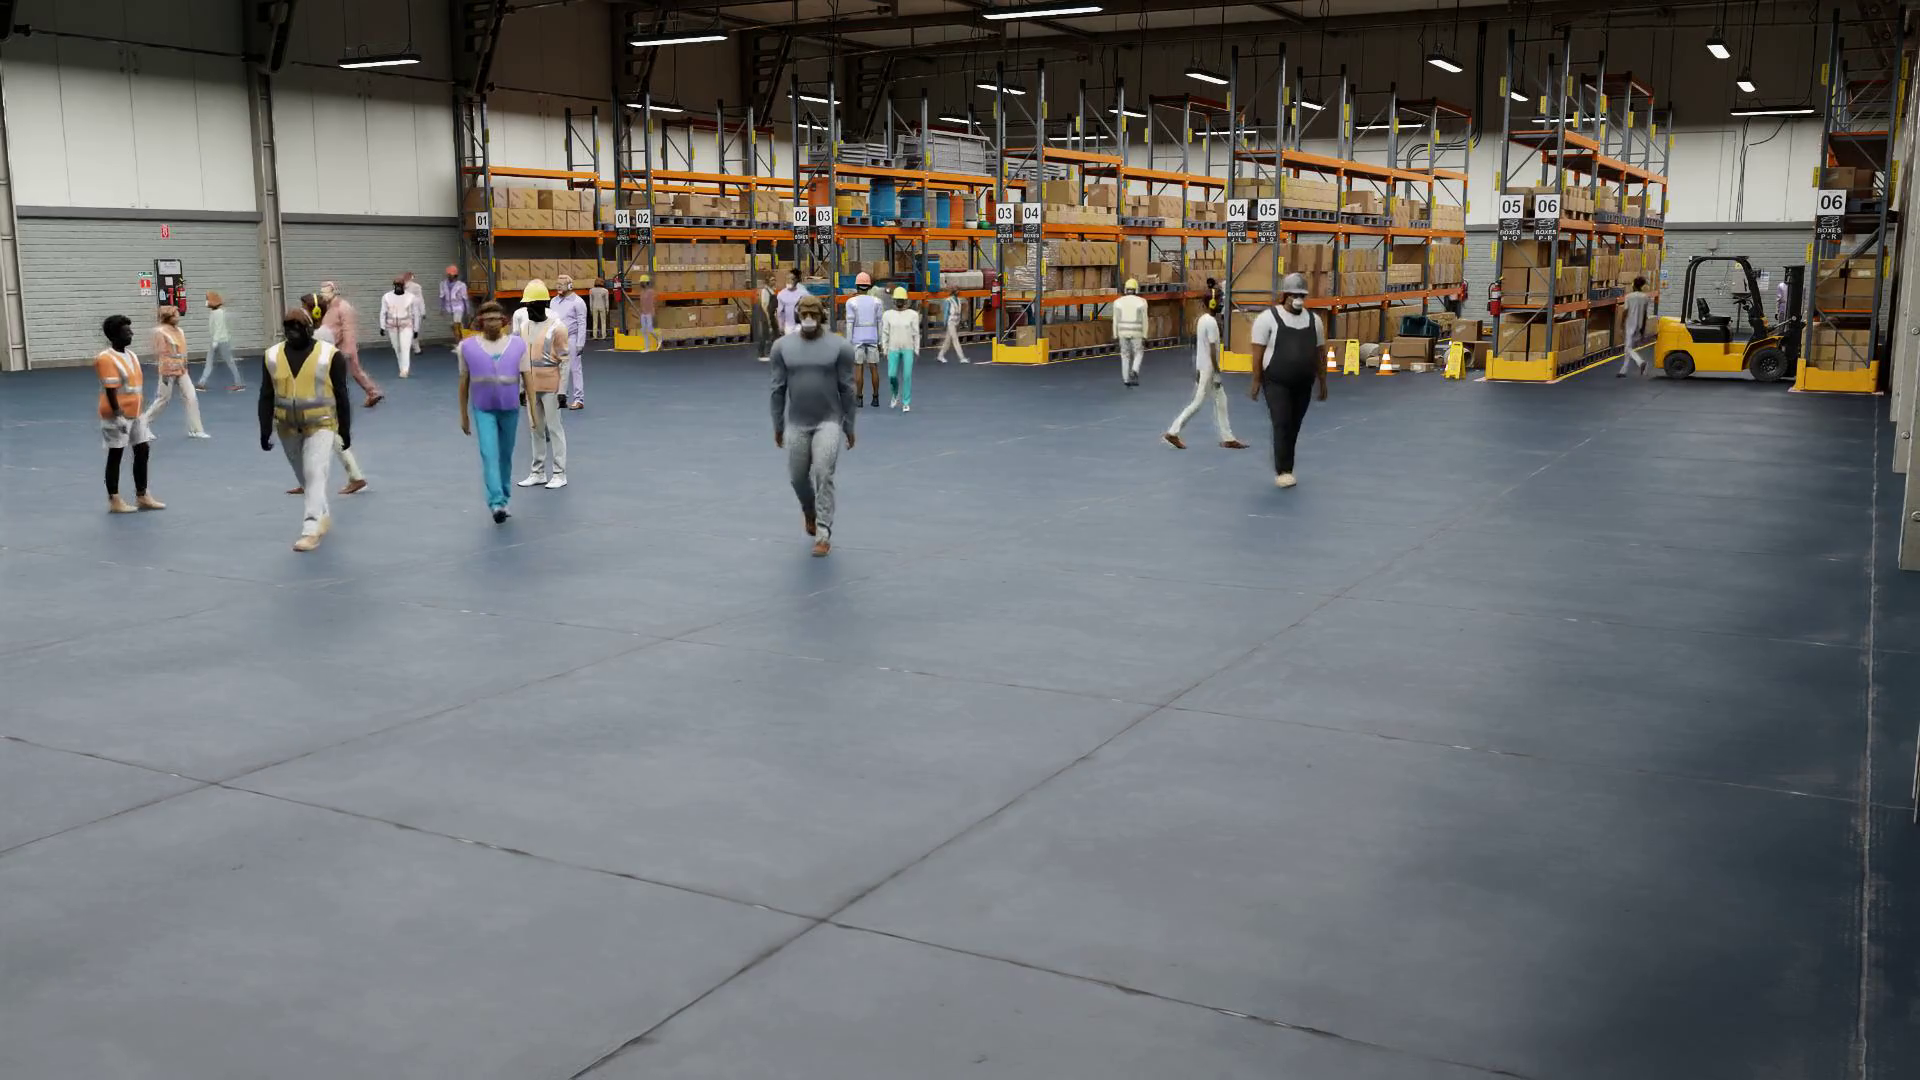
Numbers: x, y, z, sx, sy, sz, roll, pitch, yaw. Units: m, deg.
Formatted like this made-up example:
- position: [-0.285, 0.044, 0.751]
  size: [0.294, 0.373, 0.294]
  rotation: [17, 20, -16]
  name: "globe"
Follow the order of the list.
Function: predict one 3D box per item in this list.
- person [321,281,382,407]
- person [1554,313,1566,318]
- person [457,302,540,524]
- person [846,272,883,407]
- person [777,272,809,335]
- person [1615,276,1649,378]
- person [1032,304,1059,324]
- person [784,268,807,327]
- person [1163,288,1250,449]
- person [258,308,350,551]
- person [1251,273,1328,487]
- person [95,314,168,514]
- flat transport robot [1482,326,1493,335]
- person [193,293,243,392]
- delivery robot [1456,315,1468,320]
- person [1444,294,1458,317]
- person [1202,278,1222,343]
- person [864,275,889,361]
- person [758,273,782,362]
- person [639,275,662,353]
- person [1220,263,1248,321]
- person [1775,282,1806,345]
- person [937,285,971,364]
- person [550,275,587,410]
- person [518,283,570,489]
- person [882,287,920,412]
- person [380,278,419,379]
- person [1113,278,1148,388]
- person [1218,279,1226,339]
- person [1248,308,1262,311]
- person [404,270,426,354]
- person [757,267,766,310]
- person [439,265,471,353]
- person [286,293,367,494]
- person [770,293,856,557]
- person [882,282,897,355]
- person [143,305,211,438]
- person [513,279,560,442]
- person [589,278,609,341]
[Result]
- position: [-8.689, -2.747, 23.562]
  size: [0.649, 1.842, 0.996]
  rotation: [6, 11, 31]
  name: "person"
- position: [15.214, -5.962, 42.105]
  size: [0.564, 1.915, 0.454]
  rotation: [6, 12, 33]
  name: "person"
- position: [-3.763, -1.035, 13.595]
  size: [0.598, 1.792, 0.969]
  rotation: [-4, 11, -24]
  name: "person"
- position: [-1.390, -2.885, 24.028]
  size: [0.544, 1.939, 0.372]
  rotation: [-3, 10, -18]
  name: "person"
- position: [-2.942, -3.884, 30.036]
  size: [0.641, 1.902, 0.742]
  rotation: [3, 10, 19]
  name: "person"
- position: [11.964, -3.748, 29.436]
  size: [0.546, 1.826, 0.760]
  rotation: [-3, 10, -17]
  name: "person"
- position: [1.933, -5.204, 37.642]
  size: [0.632, 1.931, 0.374]
  rotation: [0, 10, -1]
  name: "person"
- position: [-3.422, -4.833, 35.497]
  size: [0.967, 1.918, 0.634]
  rotation: [5, 11, 27]
  name: "person"
- position: [2.766, -1.919, 18.716]
  size: [0.964, 1.830, 0.535]
  rotation: [1, 10, 3]
  name: "person"
- position: [-4.960, -0.865, 12.629]
  size: [0.644, 1.802, 0.955]
  rotation: [0, 10, 0]
  name: "person"
- position: [3.171, -1.509, 15.675]
  size: [0.712, 2.000, 0.832]
  rotation: [-3, 10, -16]
  name: "person"
- position: [-7.052, -1.062, 14.098]
  size: [0.395, 1.691, 0.567]
  rotation: [1, 10, 4]
  name: "person"
- position: [14.578, -5.771, 45.803]
  size: [0.652, 0.197, 1.431]
  rotation: [5, 11, 29]
  name: "flat transport robot"
- position: [-11.946, -3.159, 26.634]
  size: [0.843, 1.581, 0.522]
  rotation: [-8, 12, -39]
  name: "person"
- position: [13.670, -5.941, 45.694]
  size: [0.707, 0.478, 0.477]
  rotation: [-2, 10, -9]
  name: "delivery robot"
- position: [13.779, -6.683, 46.410]
  size: [0.607, 1.905, 0.431]
  rotation: [-2, 10, -12]
  name: "person"
- position: [6.111, -5.530, 40.352]
  size: [0.533, 1.654, 0.893]
  rotation: [6, 12, 33]
  name: "person"
- position: [-1.755, -4.656, 34.855]
  size: [0.937, 1.796, 0.665]
  rotation: [-6, 11, -31]
  name: "person"
- position: [-3.859, -4.574, 34.272]
  size: [0.785, 1.815, 0.541]
  rotation: [3, 10, 17]
  name: "person"
- position: [-7.019, -5.091, 37.463]
  size: [0.540, 1.756, 0.448]
  rotation: [8, 13, 41]
  name: "person"
- position: [5.799, -4.834, 35.171]
  size: [0.606, 2.035, 0.403]
  rotation: [5, 11, 28]
  name: "person"
- position: [18.428, -5.079, 36.943]
  size: [0.585, 1.920, 0.391]
  rotation: [5, 11, 28]
  name: "person"
- position: [-0.151, -4.395, 33.892]
  size: [0.871, 1.591, 0.532]
  rotation: [6, 11, 30]
  name: "person"
- position: [-5.608, -2.803, 23.644]
  size: [0.655, 1.909, 0.406]
  rotation: [5, 11, 27]
  name: "person"
- position: [-3.932, -1.445, 15.631]
  size: [0.593, 1.926, 0.366]
  rotation: [5, 11, 28]
  name: "person"
- position: [-0.824, -2.664, 23.295]
  size: [0.529, 1.755, 0.362]
  rotation: [0, 10, 2]
  name: "person"
- position: [-10.065, -3.817, 29.916]
  size: [0.626, 1.802, 0.951]
  rotation: [-1, 10, -5]
  name: "person"
- position: [2.817, -3.414, 27.488]
  size: [0.597, 1.819, 0.428]
  rotation: [3, 10, 15]
  name: "person"
- position: [6.621, -5.708, 40.737]
  size: [0.656, 1.890, 0.685]
  rotation: [1, 10, 5]
  name: "person"
- position: [6.730, -5.317, 38.385]
  size: [0.546, 1.909, 0.847]
  rotation: [8, 12, 38]
  name: "person"
- position: [-12.126, -4.994, 36.593]
  size: [0.662, 1.875, 0.781]
  rotation: [4, 11, 24]
  name: "person"
- position: [-5.303, -6.407, 44.798]
  size: [0.573, 1.887, 0.355]
  rotation: [5, 11, 29]
  name: "person"
- position: [-11.335, -5.213, 37.527]
  size: [0.624, 1.997, 0.896]
  rotation: [2, 10, 13]
  name: "person"
- position: [-5.825, -1.319, 15.190]
  size: [0.607, 1.881, 0.562]
  rotation: [-4, 10, -22]
  name: "person"
- position: [-1.070, -0.862, 12.269]
  size: [0.634, 1.923, 0.689]
  rotation: [1, 10, 5]
  name: "person"
- position: [-1.508, -4.841, 36.424]
  size: [0.502, 1.618, 0.438]
  rotation: [8, 12, 38]
  name: "person"
- position: [-9.444, -1.993, 19.842]
  size: [0.817, 1.614, 0.522]
  rotation: [1, 10, 8]
  name: "person"
- position: [-4.918, -2.108, 19.591]
  size: [0.592, 1.898, 0.786]
  rotation: [0, 10, 2]
  name: "person"
- position: [-9.248, -5.907, 42.644]
  size: [0.494, 1.624, 0.280]
  rotation: [-1, 10, -3]
  name: "person"
